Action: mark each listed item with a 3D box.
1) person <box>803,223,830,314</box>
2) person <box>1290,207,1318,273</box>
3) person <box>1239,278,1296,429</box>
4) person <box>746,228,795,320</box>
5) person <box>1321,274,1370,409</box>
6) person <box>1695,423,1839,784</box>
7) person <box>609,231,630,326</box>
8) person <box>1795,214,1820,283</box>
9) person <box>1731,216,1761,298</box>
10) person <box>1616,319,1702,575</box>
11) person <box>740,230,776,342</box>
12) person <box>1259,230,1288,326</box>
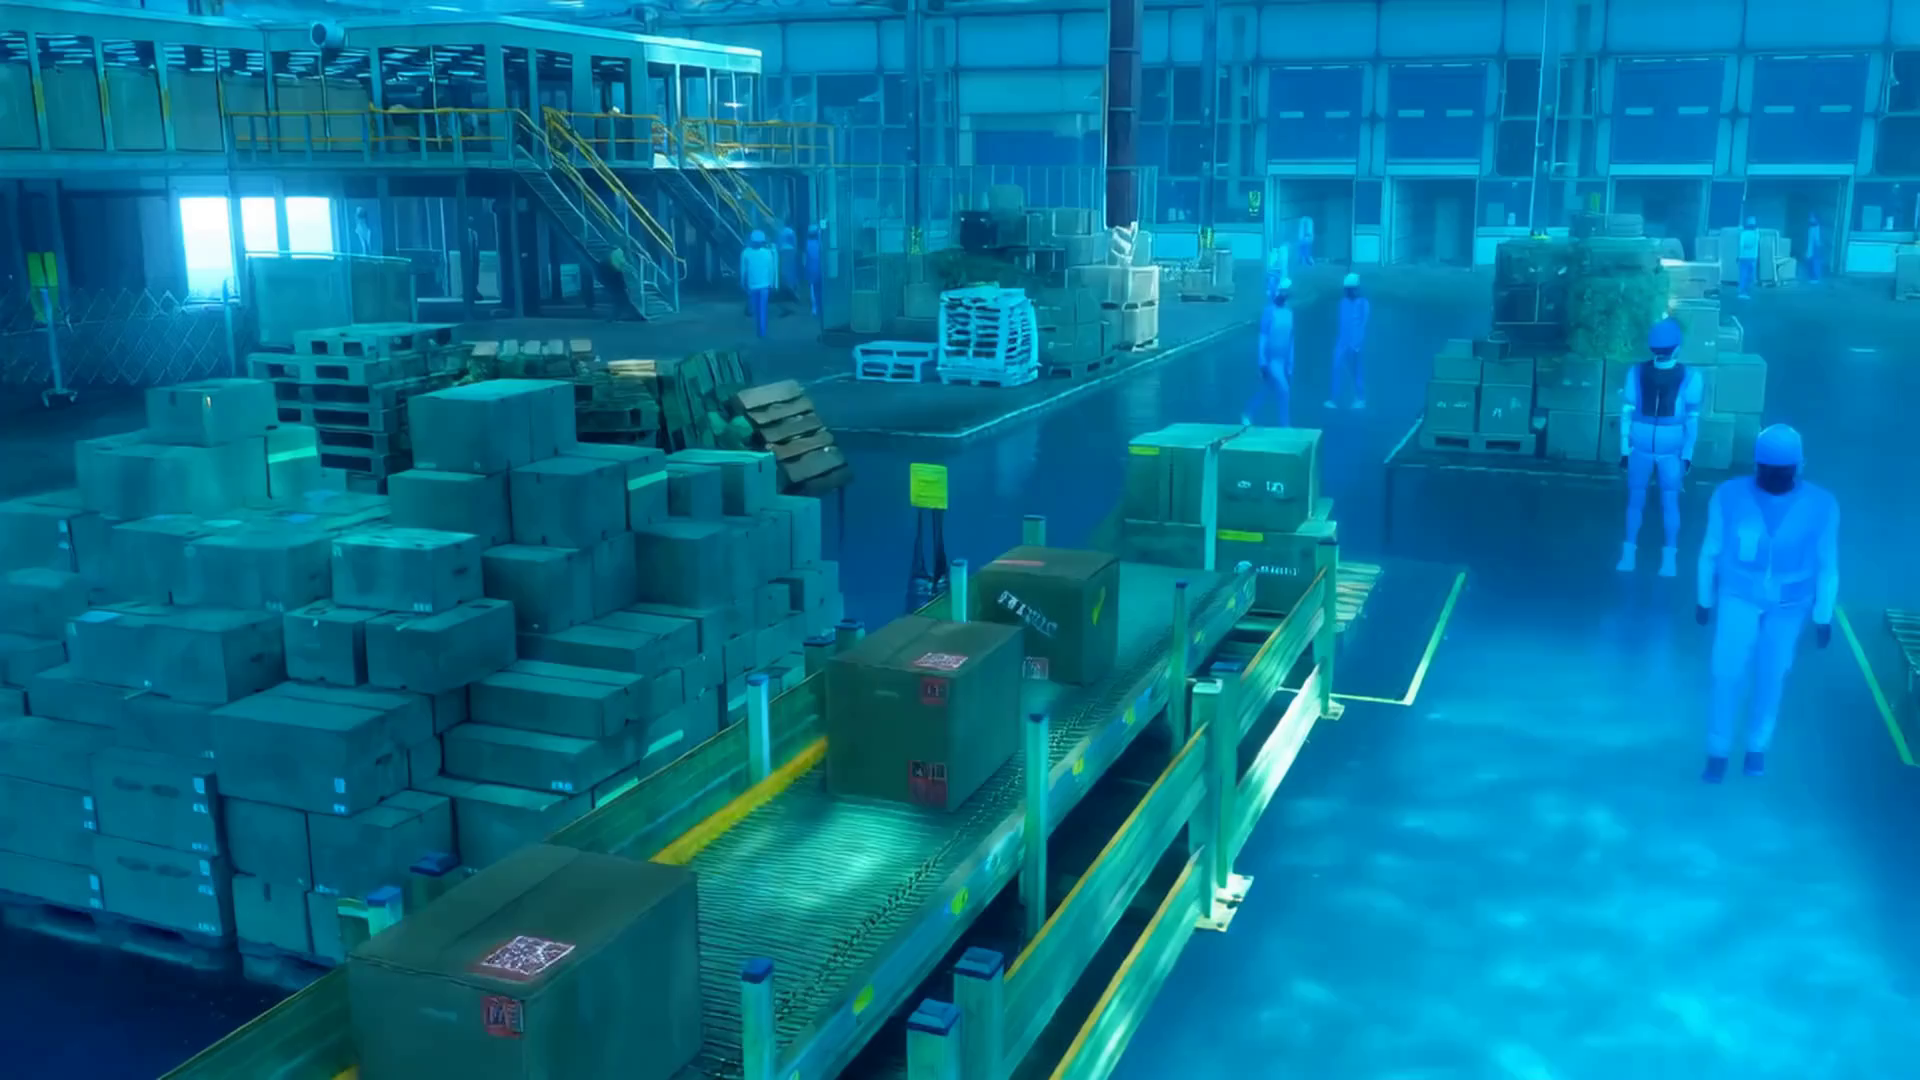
[{"bbox_3d":[-3.037,-5.789,35.391,0.559,1.904,0.885,1,13,5],"label":"person"},{"bbox_3d":[10.119,-8.755,48.635,0.868,1.923,0.607,10,16,38],"label":"person"},{"bbox_3d":[3.526,-2.041,18.719,0.529,1.836,0.941,-12,17,-43],"label":"person"},{"bbox_3d":[-3.886,-5.371,33.622,0.991,1.867,0.627,-4,13,-16],"label":"person"},{"bbox_3d":[4.899,-2.488,20.997,0.503,1.710,0.839,12,17,42],"label":"person"},{"bbox_3d":[3.937,0.328,8.147,0.622,1.802,0.683,6,14,23],"label":"person"},{"bbox_3d":[-6.574,-5.050,32.229,0.402,1.832,0.504,-5,14,-21],"label":"person"},{"bbox_3d":[22.710,-7.803,44.537,0.784,1.839,0.566,5,14,22],"label":"person"},{"bbox_3d":[18.632,-6.687,39.360,0.381,1.917,0.586,-3,13,-15],"label":"person"},{"bbox_3d":[5.216,-0.691,12.454,0.542,1.928,0.403,9,15,34],"label":"person"},{"bbox_3d":[-3.577,-4.535,29.624,0.615,1.962,0.977,3,13,15],"label":"person"},{"bbox_3d":[6.019,-4.992,31.868,0.663,1.861,0.602,-4,13,-16],"label":"person"}]
